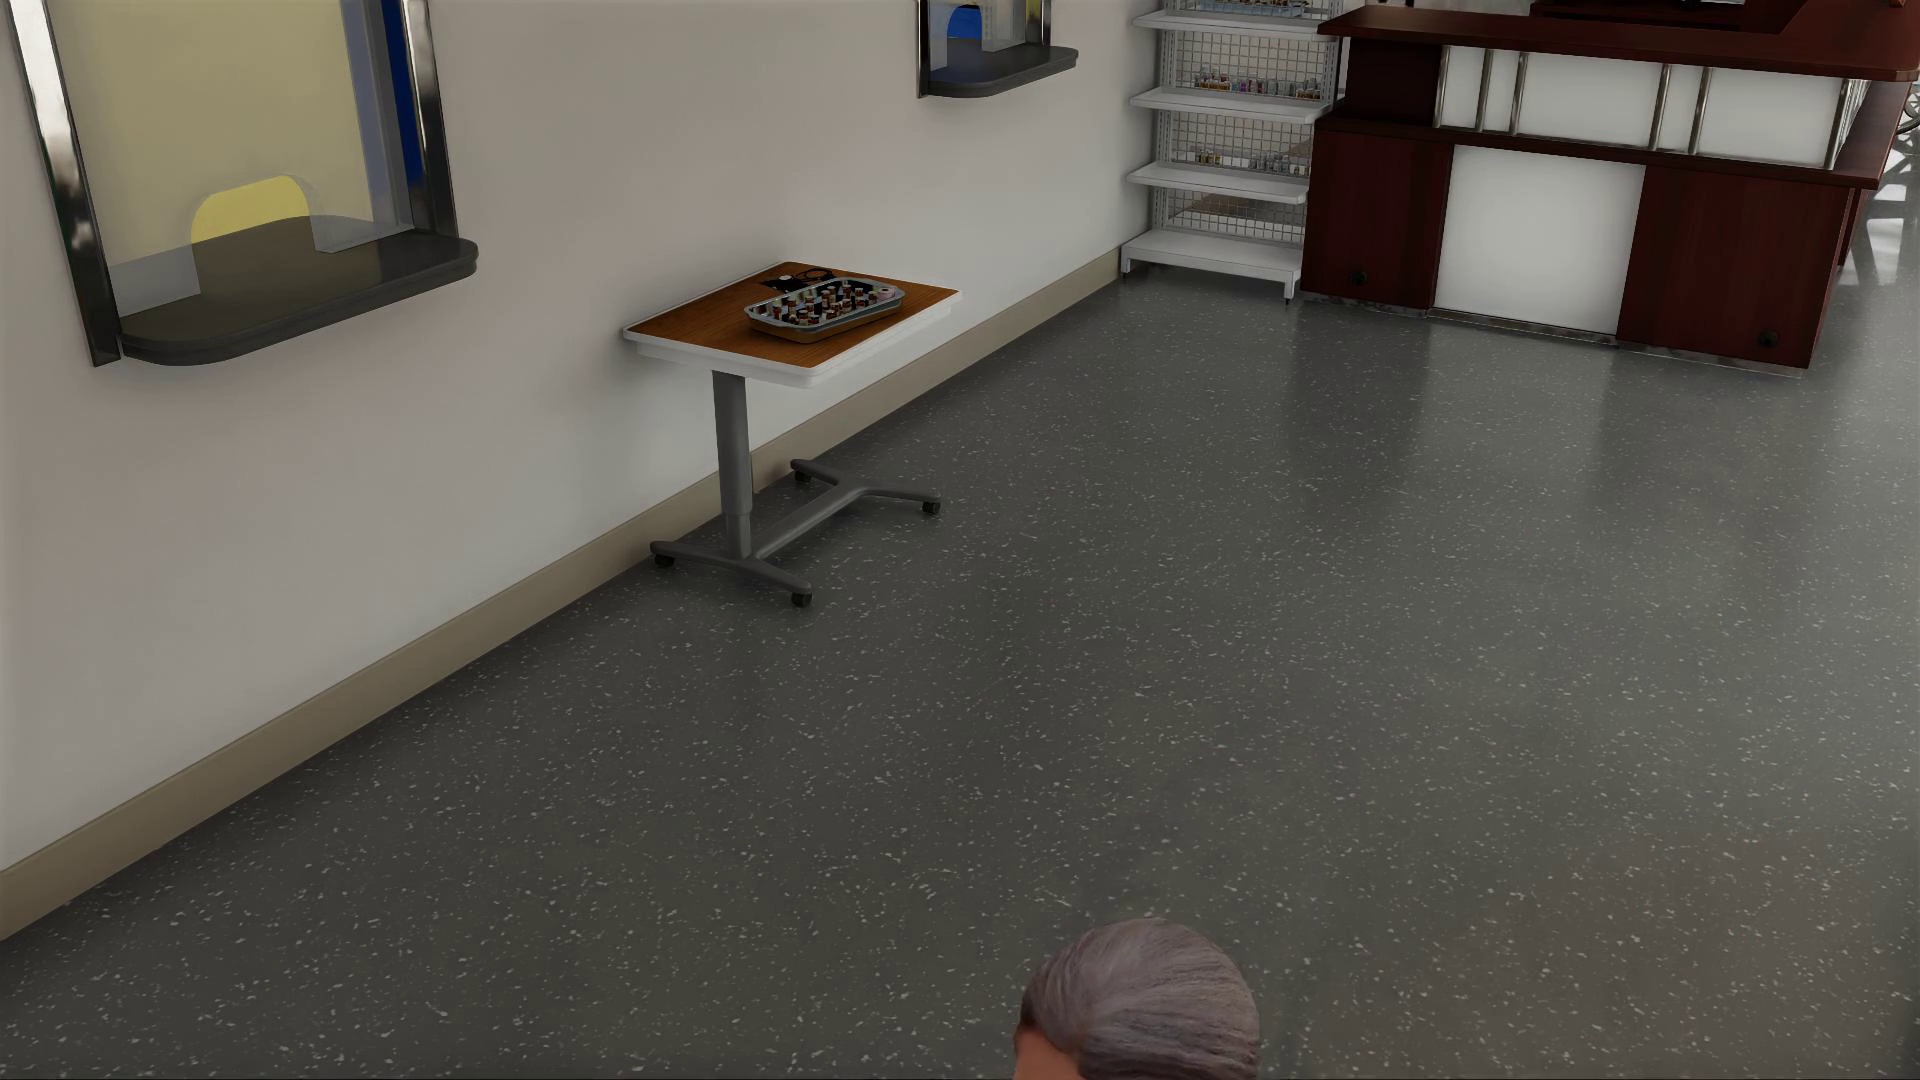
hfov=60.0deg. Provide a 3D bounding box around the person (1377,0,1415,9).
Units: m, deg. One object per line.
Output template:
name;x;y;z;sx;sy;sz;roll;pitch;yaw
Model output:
person;4.314;-5.794;15.874;0.749;1.615;0.830;-18;31;-33
